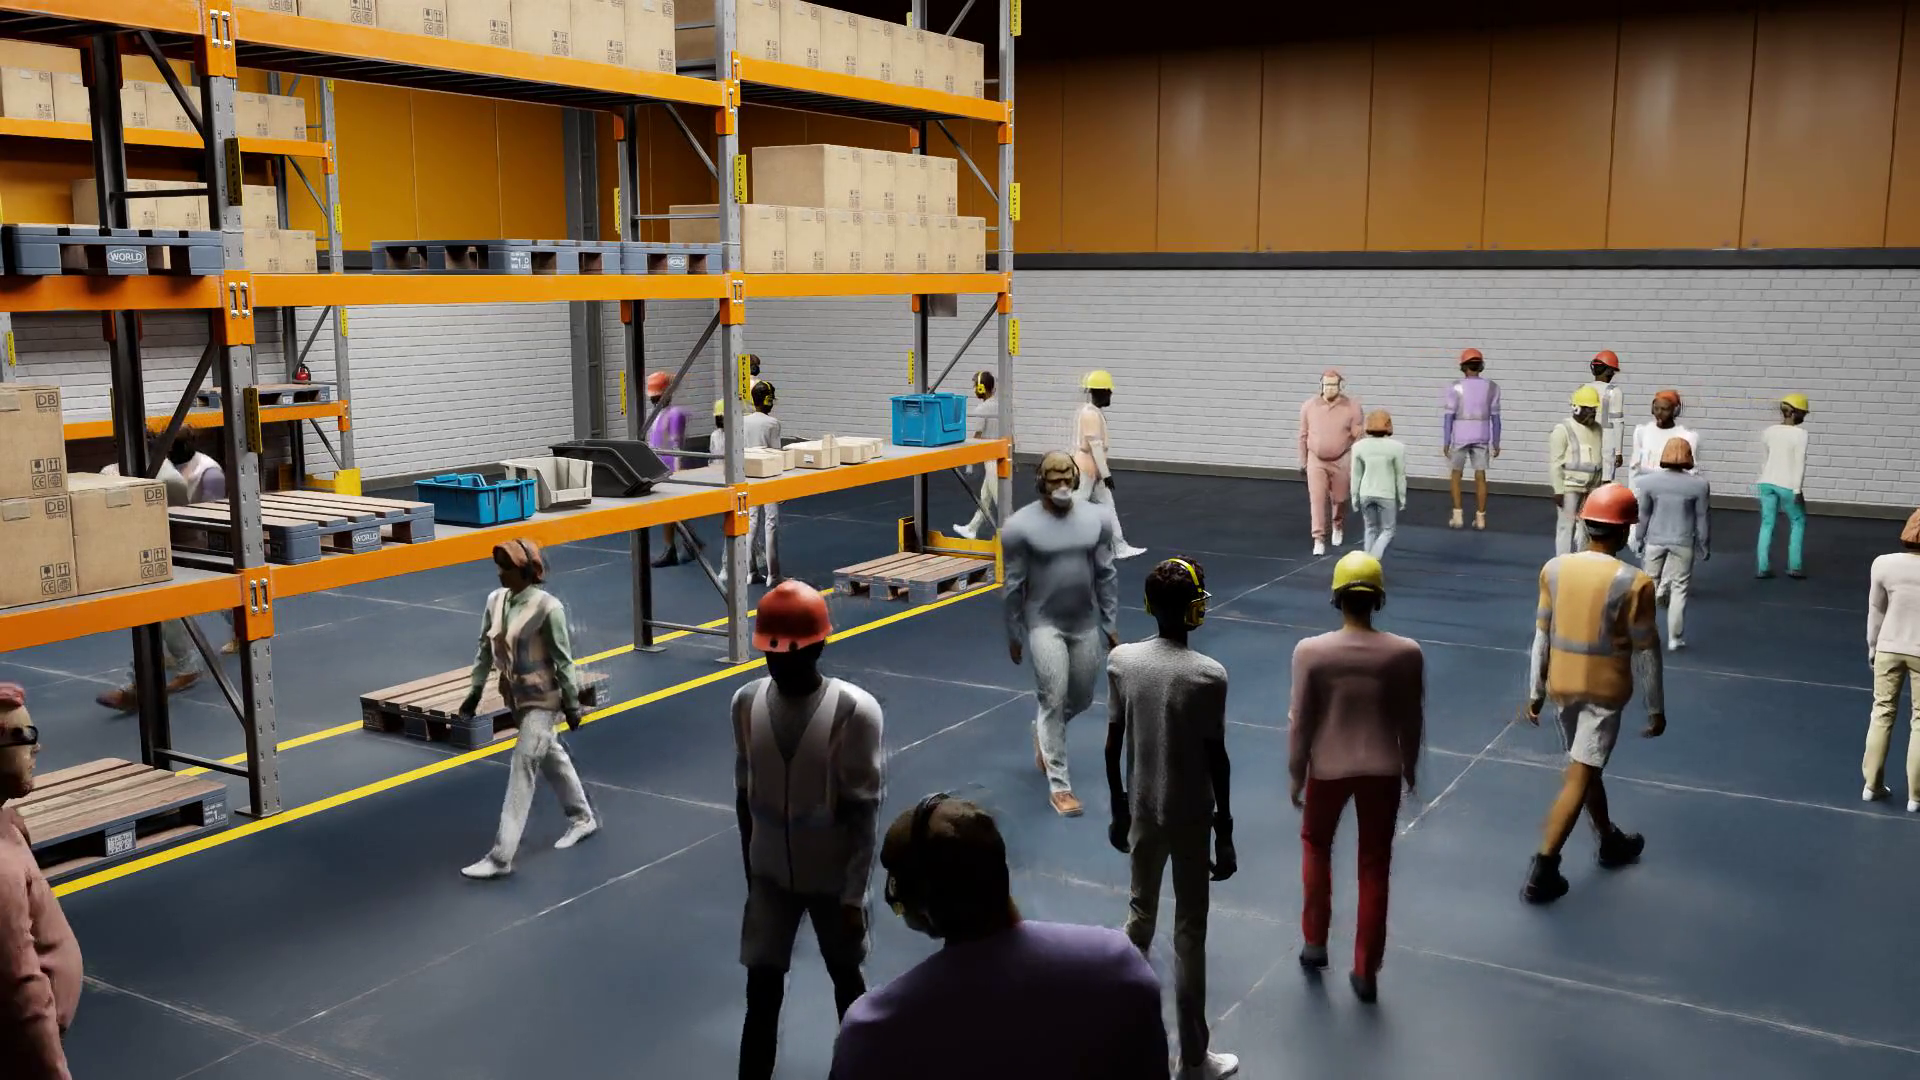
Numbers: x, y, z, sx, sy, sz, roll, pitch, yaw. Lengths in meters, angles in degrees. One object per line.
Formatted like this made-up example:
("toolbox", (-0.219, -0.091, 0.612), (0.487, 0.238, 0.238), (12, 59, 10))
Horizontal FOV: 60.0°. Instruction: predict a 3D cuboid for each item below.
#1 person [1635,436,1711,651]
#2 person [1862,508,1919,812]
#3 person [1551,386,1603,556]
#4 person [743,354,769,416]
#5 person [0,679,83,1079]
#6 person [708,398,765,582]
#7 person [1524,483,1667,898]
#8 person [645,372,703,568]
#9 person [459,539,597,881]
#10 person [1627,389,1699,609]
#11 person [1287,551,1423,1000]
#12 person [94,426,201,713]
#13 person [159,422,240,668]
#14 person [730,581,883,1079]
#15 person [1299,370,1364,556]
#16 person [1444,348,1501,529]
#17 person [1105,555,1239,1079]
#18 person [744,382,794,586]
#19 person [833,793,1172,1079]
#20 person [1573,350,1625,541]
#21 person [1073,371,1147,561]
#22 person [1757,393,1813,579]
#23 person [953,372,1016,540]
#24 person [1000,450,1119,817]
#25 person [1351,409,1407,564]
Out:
("person", (5.356, 0.033, 12.500), (0.518, 1.633, 0.339), (7, 11, 36))
("person", (5.062, 0.624, 8.822), (0.283, 1.625, 0.494), (-8, 12, -41))
("person", (5.659, -0.497, 15.230), (0.611, 1.821, 0.404), (-5, 10, -26))
("person", (-2.586, -1.383, 20.675), (0.626, 1.844, 0.429), (9, 13, 44))
("person", (-2.274, 1.262, 4.025), (0.528, 1.887, 0.666), (-7, 12, -39))
("person", (-2.093, -0.499, 15.622), (0.486, 1.708, 0.851), (6, 11, 33))
("person", (2.930, 0.680, 7.664), (0.995, 1.886, 0.565), (-6, 11, -35))
("person", (-2.837, -0.673, 16.029), (0.452, 1.909, 0.560), (-7, 11, -37))
("person", (-2.065, 0.776, 7.966), (0.516, 1.595, 0.852), (8, 12, 41))
("person", (5.907, -0.340, 14.069), (0.408, 1.868, 0.620), (-8, 12, -39))
("person", (1.565, 0.916, 6.626), (0.540, 1.747, 0.583), (1, 9, 6))
("person", (-5.389, 0.155, 10.939), (0.644, 1.885, 1.005), (3, 10, 20))
("person", (-5.567, 0.016, 12.104), (0.645, 1.797, 0.947), (3, 10, 20))
("person", (-0.512, 1.062, 5.297), (0.542, 1.881, 1.004), (3, 10, 17))
("person", (3.805, -0.817, 17.053), (0.664, 1.874, 0.916), (3, 9, 15))
("person", (5.709, -1.129, 18.565), (0.649, 2.017, 0.503), (1, 9, 4))
("person", (0.742, 0.979, 5.839), (0.521, 1.874, 0.328), (7, 12, 38))
("person", (-1.789, -0.509, 15.150), (0.520, 1.865, 0.328), (6, 11, 31))
("person", (0.139, 1.402, 3.133), (0.759, 1.912, 0.347), (-3, 10, -20))
("person", (6.750, -0.979, 17.552), (0.383, 2.036, 0.605), (-6, 11, -31))
("person", (1.376, -0.691, 16.185), (0.957, 1.886, 0.589), (1, 9, 9))
("person", (7.701, -0.493, 15.471), (0.657, 1.736, 0.531), (-4, 10, -25))
("person", (0.236, -0.832, 17.293), (0.949, 1.820, 0.530), (6, 11, 33))
("person", (0.511, 0.456, 8.955), (0.632, 1.919, 0.831), (-3, 10, -20))
("person", (3.777, -0.383, 15.107), (0.516, 1.616, 0.566), (6, 11, 34))
